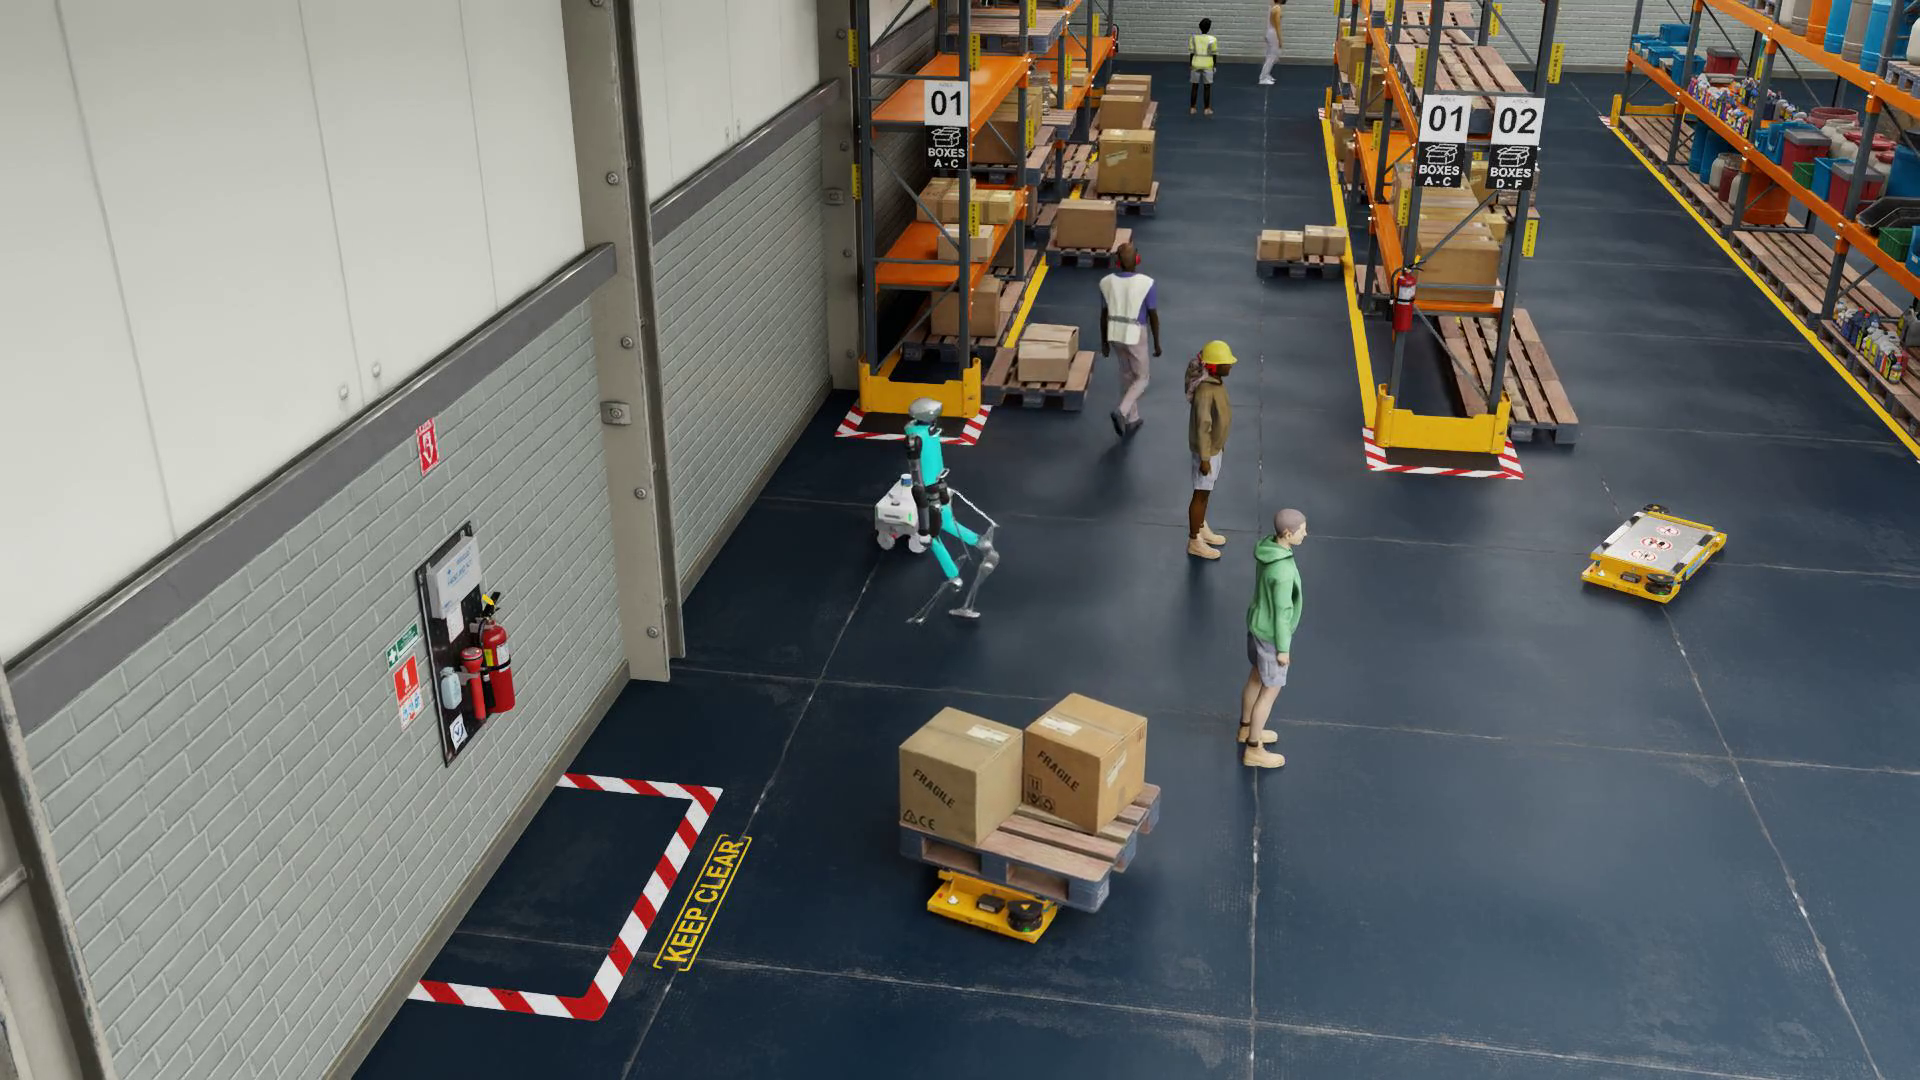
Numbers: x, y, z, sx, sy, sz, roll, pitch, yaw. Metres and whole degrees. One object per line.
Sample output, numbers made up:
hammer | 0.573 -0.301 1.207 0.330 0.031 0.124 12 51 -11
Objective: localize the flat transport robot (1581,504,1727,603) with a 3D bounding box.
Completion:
flat transport robot | 5.507 0.098 13.149 0.659 0.231 1.431 19 31 35

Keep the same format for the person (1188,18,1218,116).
person | 4.352 -8.475 29.809 0.535 1.696 0.318 11 27 23

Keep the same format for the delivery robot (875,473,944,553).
delivery robot | -0.410 -0.259 13.565 0.521 0.587 0.751 8 26 17

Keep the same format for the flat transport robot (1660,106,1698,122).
flat transport robot | 13.171 -7.512 29.436 1.431 0.231 0.659 22 33 38

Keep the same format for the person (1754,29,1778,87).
person | 15.781 -9.769 32.496 0.326 1.768 0.524 -18 30 -33

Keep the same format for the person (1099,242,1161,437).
person | 1.548 -1.847 15.480 0.609 1.814 0.658 16 29 30

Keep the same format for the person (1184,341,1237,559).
person | 1.943 -0.733 13.158 0.406 1.763 0.534 8 26 17

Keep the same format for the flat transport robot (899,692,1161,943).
flat transport robot | 0.424 1.768 9.575 0.659 0.231 1.431 12 28 24

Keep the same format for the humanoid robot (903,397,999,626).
humanoid robot | -0.042 -0.142 11.954 0.871 1.791 0.543 7 26 15

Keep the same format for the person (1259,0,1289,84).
person | 6.176 -9.851 32.607 0.542 1.819 0.535 2 25 4

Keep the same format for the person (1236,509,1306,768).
person | 1.934 0.599 10.352 0.315 1.734 0.477 -2 25 -4
